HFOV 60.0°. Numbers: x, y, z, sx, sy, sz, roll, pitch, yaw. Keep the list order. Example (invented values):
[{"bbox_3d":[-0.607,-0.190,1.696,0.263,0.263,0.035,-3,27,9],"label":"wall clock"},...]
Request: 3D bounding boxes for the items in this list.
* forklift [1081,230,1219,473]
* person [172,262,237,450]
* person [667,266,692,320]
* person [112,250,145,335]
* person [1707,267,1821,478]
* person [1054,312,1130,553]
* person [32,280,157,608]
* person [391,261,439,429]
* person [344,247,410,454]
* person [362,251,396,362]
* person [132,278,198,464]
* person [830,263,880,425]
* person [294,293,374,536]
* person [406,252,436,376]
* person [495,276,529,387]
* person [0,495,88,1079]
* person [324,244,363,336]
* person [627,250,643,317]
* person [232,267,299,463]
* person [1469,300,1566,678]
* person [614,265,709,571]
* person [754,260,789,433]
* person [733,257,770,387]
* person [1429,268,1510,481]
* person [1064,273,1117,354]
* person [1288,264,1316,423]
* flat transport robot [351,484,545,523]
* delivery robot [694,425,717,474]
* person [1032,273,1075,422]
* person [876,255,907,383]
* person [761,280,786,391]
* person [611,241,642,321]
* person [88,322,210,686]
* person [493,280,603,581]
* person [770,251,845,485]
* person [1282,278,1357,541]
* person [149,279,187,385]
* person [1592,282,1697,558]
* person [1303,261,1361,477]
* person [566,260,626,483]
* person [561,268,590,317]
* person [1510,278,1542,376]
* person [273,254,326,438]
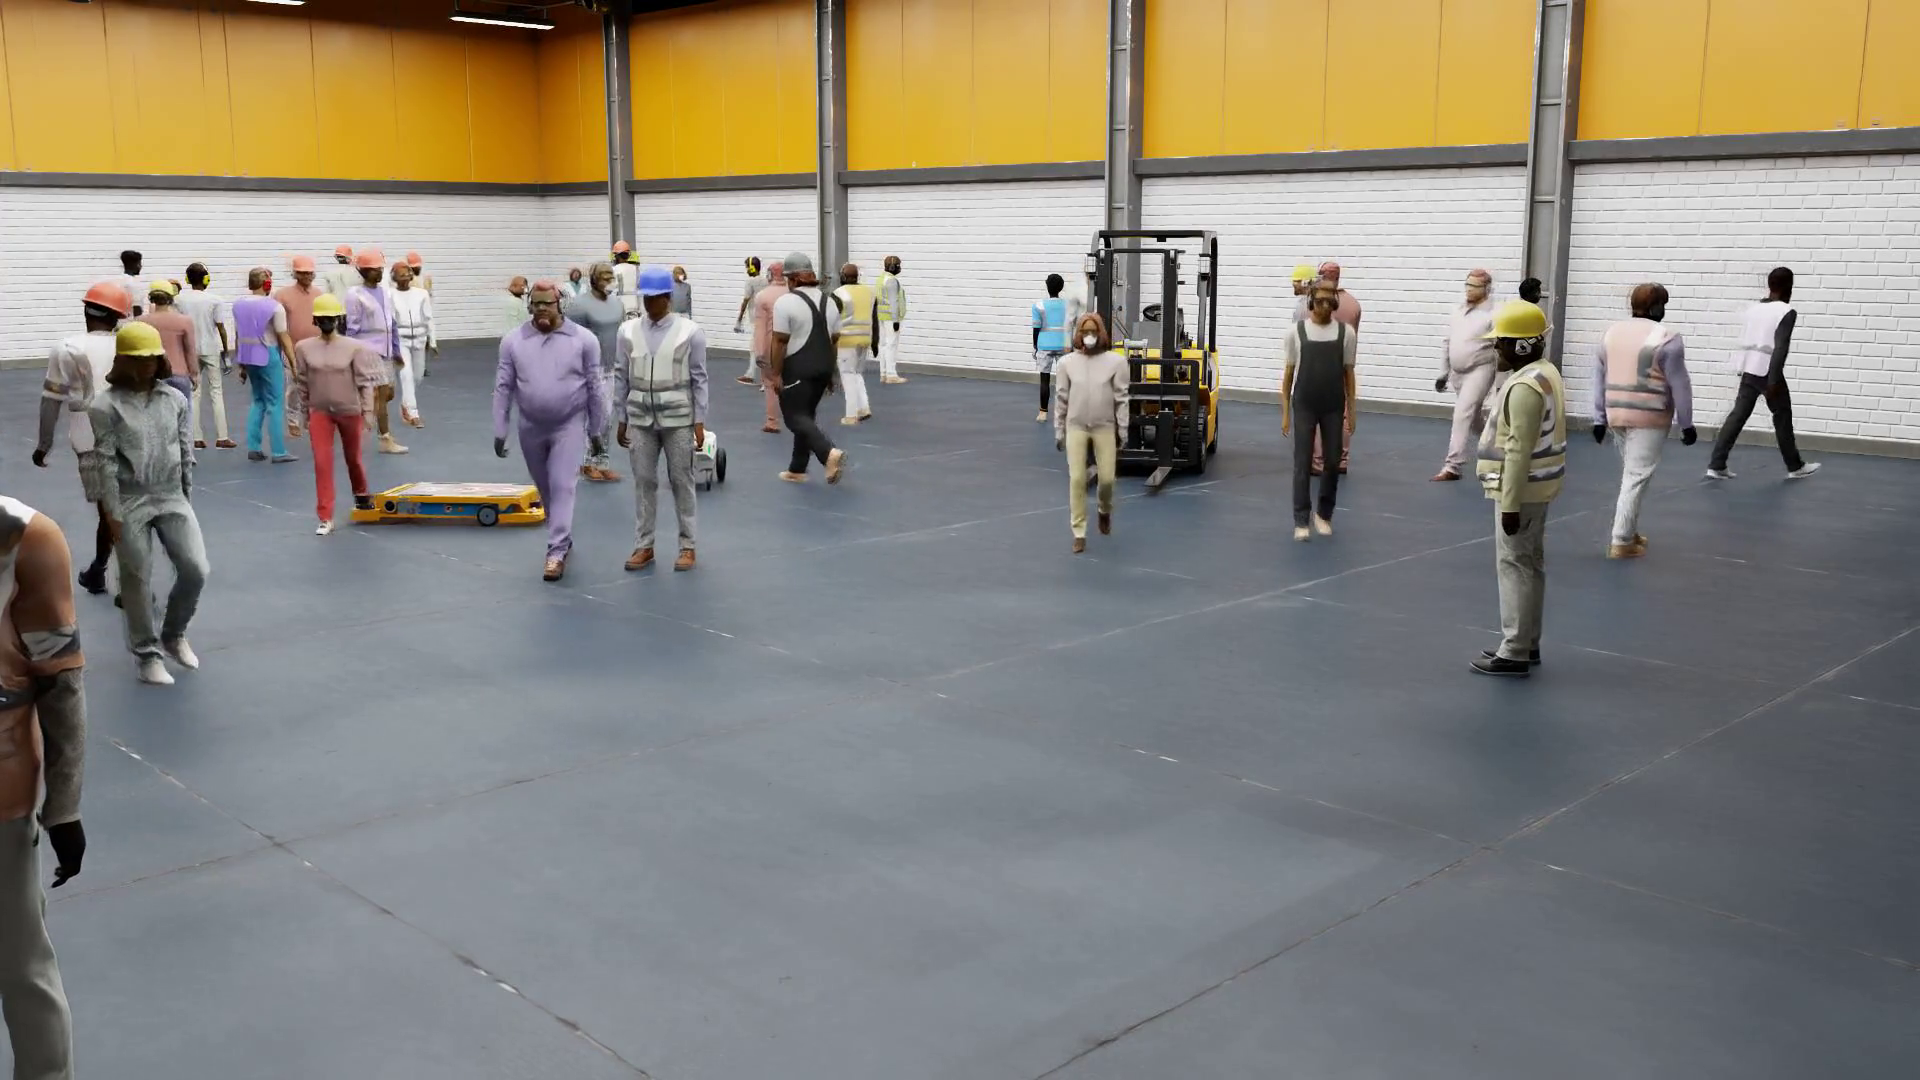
[{"bbox_3d":[1.804,-1.825,15.677,1.214,2.155,2.313,2,11,13],"label":"forklift"},{"bbox_3d":[-7.548,-1.828,16.584,0.535,1.868,0.309,-1,10,-5],"label":"person"},{"bbox_3d":[-4.799,-3.855,28.324,0.504,1.619,0.523,-9,13,-39],"label":"person"},{"bbox_3d":[-10.626,-2.753,21.410,0.624,1.942,0.594,6,12,29],"label":"person"},{"bbox_3d":[7.061,-1.449,14.560,1.047,1.854,0.600,-3,11,-14],"label":"person"},{"bbox_3d":[0.896,-0.739,11.314,0.517,1.618,0.498,2,11,9],"label":"person"},{"bbox_3d":[-4.960,-0.556,9.658,0.968,1.870,0.566,7,13,34],"label":"person"},{"bbox_3d":[-6.217,-2.202,18.666,0.578,1.858,0.886,-8,13,-37],"label":"person"},{"bbox_3d":[-5.793,-1.851,16.311,0.795,2.018,0.615,3,11,17],"label":"person"},{"bbox_3d":[-9.700,-3.894,27.809,0.356,1.883,0.572,10,14,43],"label":"person"},{"bbox_3d":[-7.234,-1.499,15.148,0.527,1.743,0.718,-6,12,-28],"label":"person"},{"bbox_3d":[-1.217,-2.202,18.747,0.670,1.822,0.438,-10,14,-44],"label":"person"},{"bbox_3d":[-4.556,-0.946,12.186,0.536,1.725,0.902,-2,11,-9],"label":"person"},{"bbox_3d":[-8.200,-3.401,25.114,0.661,1.886,0.600,8,13,37],"label":"person"},{"bbox_3d":[-5.863,-2.722,22.233,0.837,1.586,0.513,2,11,9],"label":"person"},{"bbox_3d":[-2.159,0.537,3.518,0.593,1.929,0.359,-1,10,-6],"label":"person"},{"bbox_3d":[-9.206,-3.434,24.992,0.610,1.996,0.386,1,10,7],"label":"person"},{"bbox_3d":[-5.017,-3.547,25.892,0.945,1.881,0.602,-1,10,-7],"label":"person"},{"bbox_3d":[-6.485,-1.618,15.533,0.575,1.839,0.447,5,11,23],"label":"person"},{"bbox_3d":[2.709,-0.243,8.076,0.403,1.825,0.596,6,12,28],"label":"person"},{"bbox_3d":[-1.908,-0.767,10.586,0.614,1.943,0.409,2,11,9],"label":"person"},{"bbox_3d":[-1.868,-2.051,17.804,0.651,1.877,0.792,-7,13,-35],"label":"person"},{"bbox_3d":[-2.943,-3.061,23.444,0.879,1.826,0.483,5,12,27],"label":"person"},{"bbox_3d":[4.549,-1.447,14.579,0.960,1.862,0.627,-4,11,-22],"label":"person"},{"bbox_3d":[1.433,-2.269,18.884,0.641,1.906,0.730,-5,11,-25],"label":"person"},{"bbox_3d":[3.929,-2.212,18.845,0.471,1.806,0.647,2,11,12],"label":"person"},{"bbox_3d":[-3.761,-0.287,12.538,1.431,0.197,0.652,1,10,5],"label":"flat transport robot"},{"bbox_3d":[-2.267,-0.783,14.212,0.477,0.478,0.707,-1,10,-5],"label":"delivery robot"},{"bbox_3d":[1.076,-2.189,19.009,0.539,1.700,0.317,-1,10,-6],"label":"person"},{"bbox_3d":[-0.987,-3.196,24.118,0.429,1.841,0.634,-3,11,-18],"label":"person"},{"bbox_3d":[-2.418,-2.816,22.678,0.567,1.609,0.487,7,12,32],"label":"person"},{"bbox_3d":[-5.097,-3.500,25.220,0.378,2.045,0.605,8,13,38],"label":"person"},{"bbox_3d":[-3.825,-0.160,7.865,0.382,1.733,0.484,8,13,38],"label":"person"},{"bbox_3d":[-2.626,-0.727,10.631,0.663,1.861,1.004,0,10,1],"label":"person"},{"bbox_3d":[-1.267,-1.465,14.130,0.842,2.000,0.693,9,14,40],"label":"person"},{"bbox_3d":[2.524,-0.916,11.708,0.518,1.849,0.451,1,10,3],"label":"person"},{"bbox_3d":[-9.024,-2.174,19.104,0.309,1.637,0.513,9,14,40],"label":"person"},{"bbox_3d":[4.579,-0.785,11.031,0.643,1.822,0.631,-4,11,-22],"label":"person"},{"bbox_3d":[3.245,-1.516,14.783,0.652,1.904,0.402,-7,13,-35],"label":"person"},{"bbox_3d":[-3.083,-1.424,14.249,0.423,1.918,0.668,5,12,26],"label":"person"},{"bbox_3d":[-6.441,-3.749,27.795,0.529,1.603,0.841,-6,12,-28],"label":"person"},{"bbox_3d":[5.938,-1.914,17.545,0.321,1.691,0.530,3,11,17],"label":"person"},{"bbox_3d":[-6.823,-1.989,17.283,0.613,1.951,1.024,-7,13,-34],"label":"person"}]
